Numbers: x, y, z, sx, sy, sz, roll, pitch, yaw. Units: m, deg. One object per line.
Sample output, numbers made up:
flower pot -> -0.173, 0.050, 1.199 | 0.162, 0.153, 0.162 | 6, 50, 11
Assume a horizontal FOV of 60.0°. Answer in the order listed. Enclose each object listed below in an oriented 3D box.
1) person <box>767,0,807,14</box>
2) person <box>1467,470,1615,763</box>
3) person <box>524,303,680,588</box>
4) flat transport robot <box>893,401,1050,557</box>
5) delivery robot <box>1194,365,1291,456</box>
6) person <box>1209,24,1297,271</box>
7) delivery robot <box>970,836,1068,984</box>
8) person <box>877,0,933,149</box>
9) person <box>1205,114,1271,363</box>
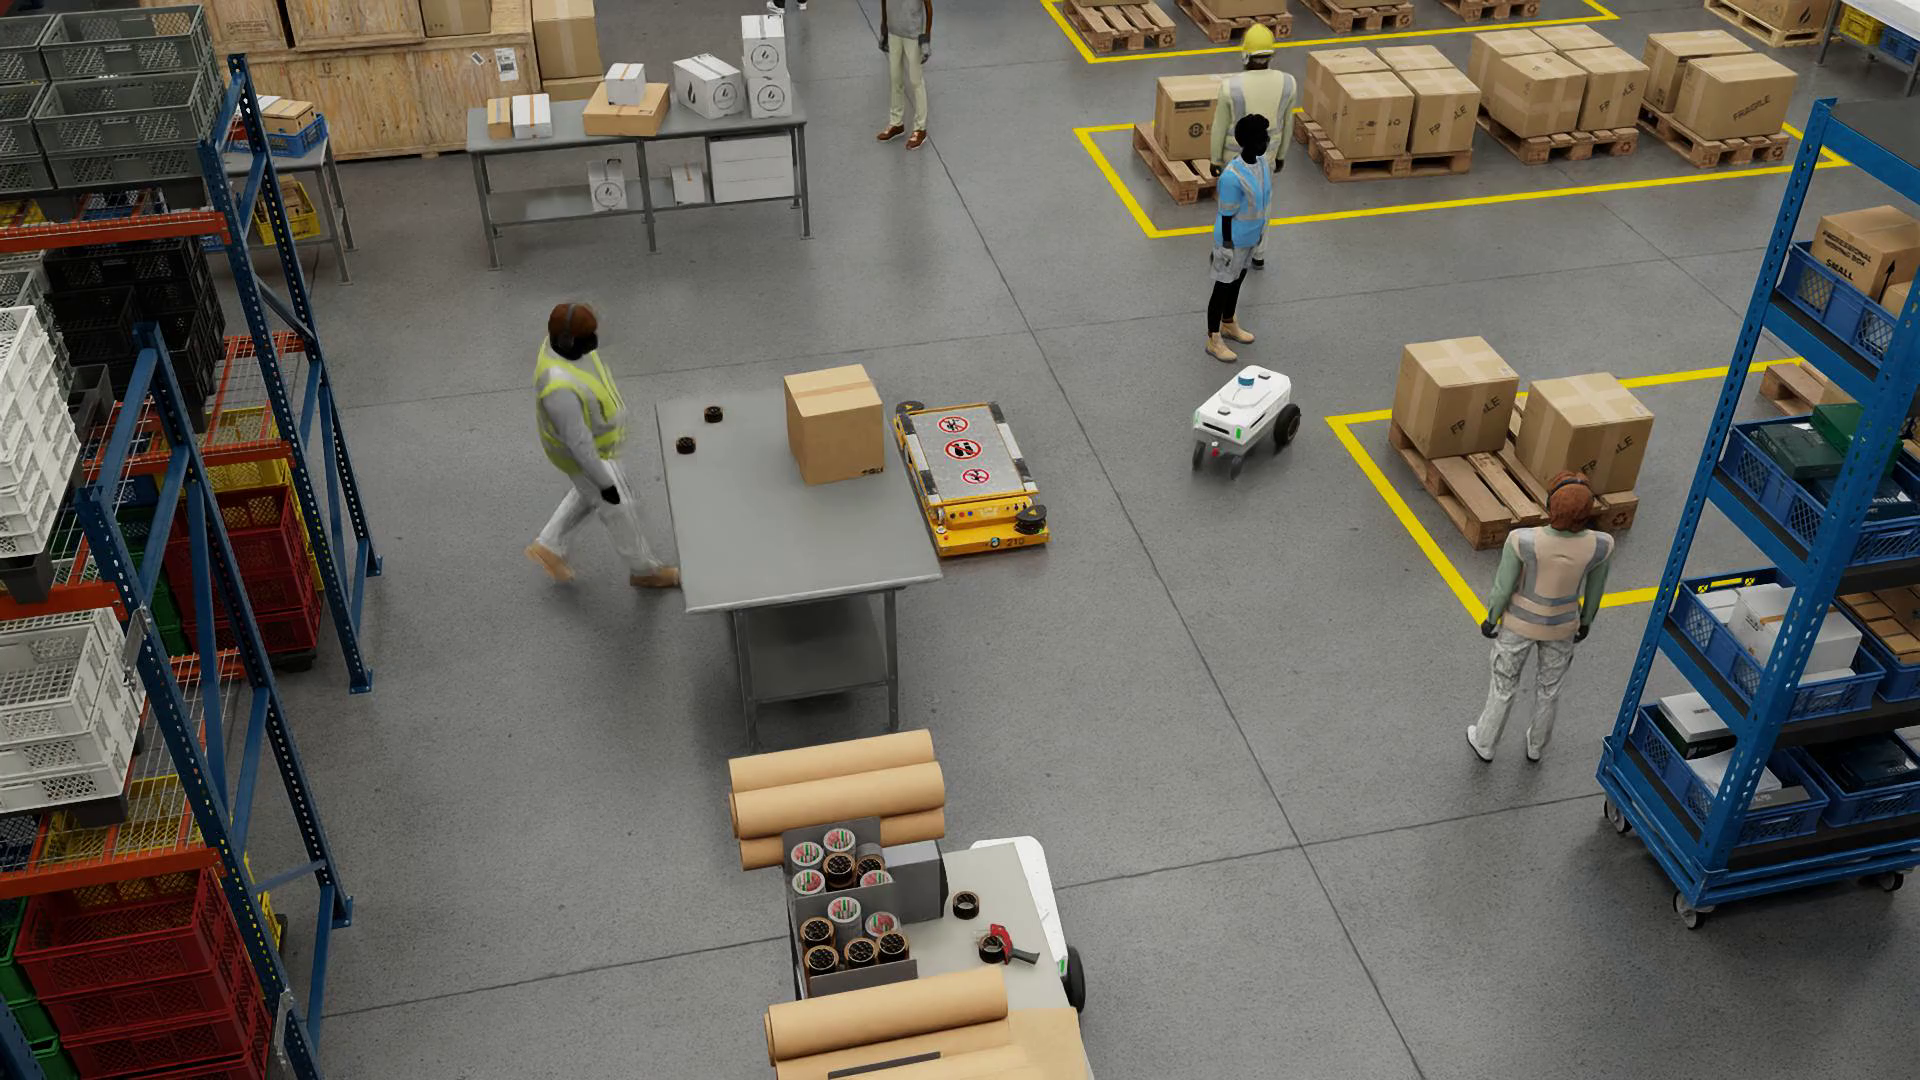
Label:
person -> -1.765, -6.226, 16.529 | 0.598, 1.917, 0.375 | -16, 40, -20
person -> 2.734, 0.393, 7.862 | 0.524, 1.639, 0.305 | 1, 37, 2
person -> -1.991, -0.472, 8.898 | 0.885, 1.799, 0.690 | -2, 37, -3
flat transport robot -> 0.046, -0.430, 10.108 | 0.652, 0.197, 1.431 | -8, 37, -10
delivery robot -> 1.756, -0.821, 10.322 | 0.477, 0.478, 0.707 | 24, 43, 28
person -> 2.085, -2.806, 12.011 | 0.598, 1.824, 0.403 | -7, 37, -10
delivery robot -> 0.235, 1.591, 7.081 | 0.477, 0.478, 0.707 | -5, 37, -6
person -> -0.462, -4.194, 13.844 | 0.519, 1.865, 0.331 | 23, 42, 28
person -> 1.861, -2.019, 11.057 | 0.319, 1.697, 0.532 | 21, 42, 26
